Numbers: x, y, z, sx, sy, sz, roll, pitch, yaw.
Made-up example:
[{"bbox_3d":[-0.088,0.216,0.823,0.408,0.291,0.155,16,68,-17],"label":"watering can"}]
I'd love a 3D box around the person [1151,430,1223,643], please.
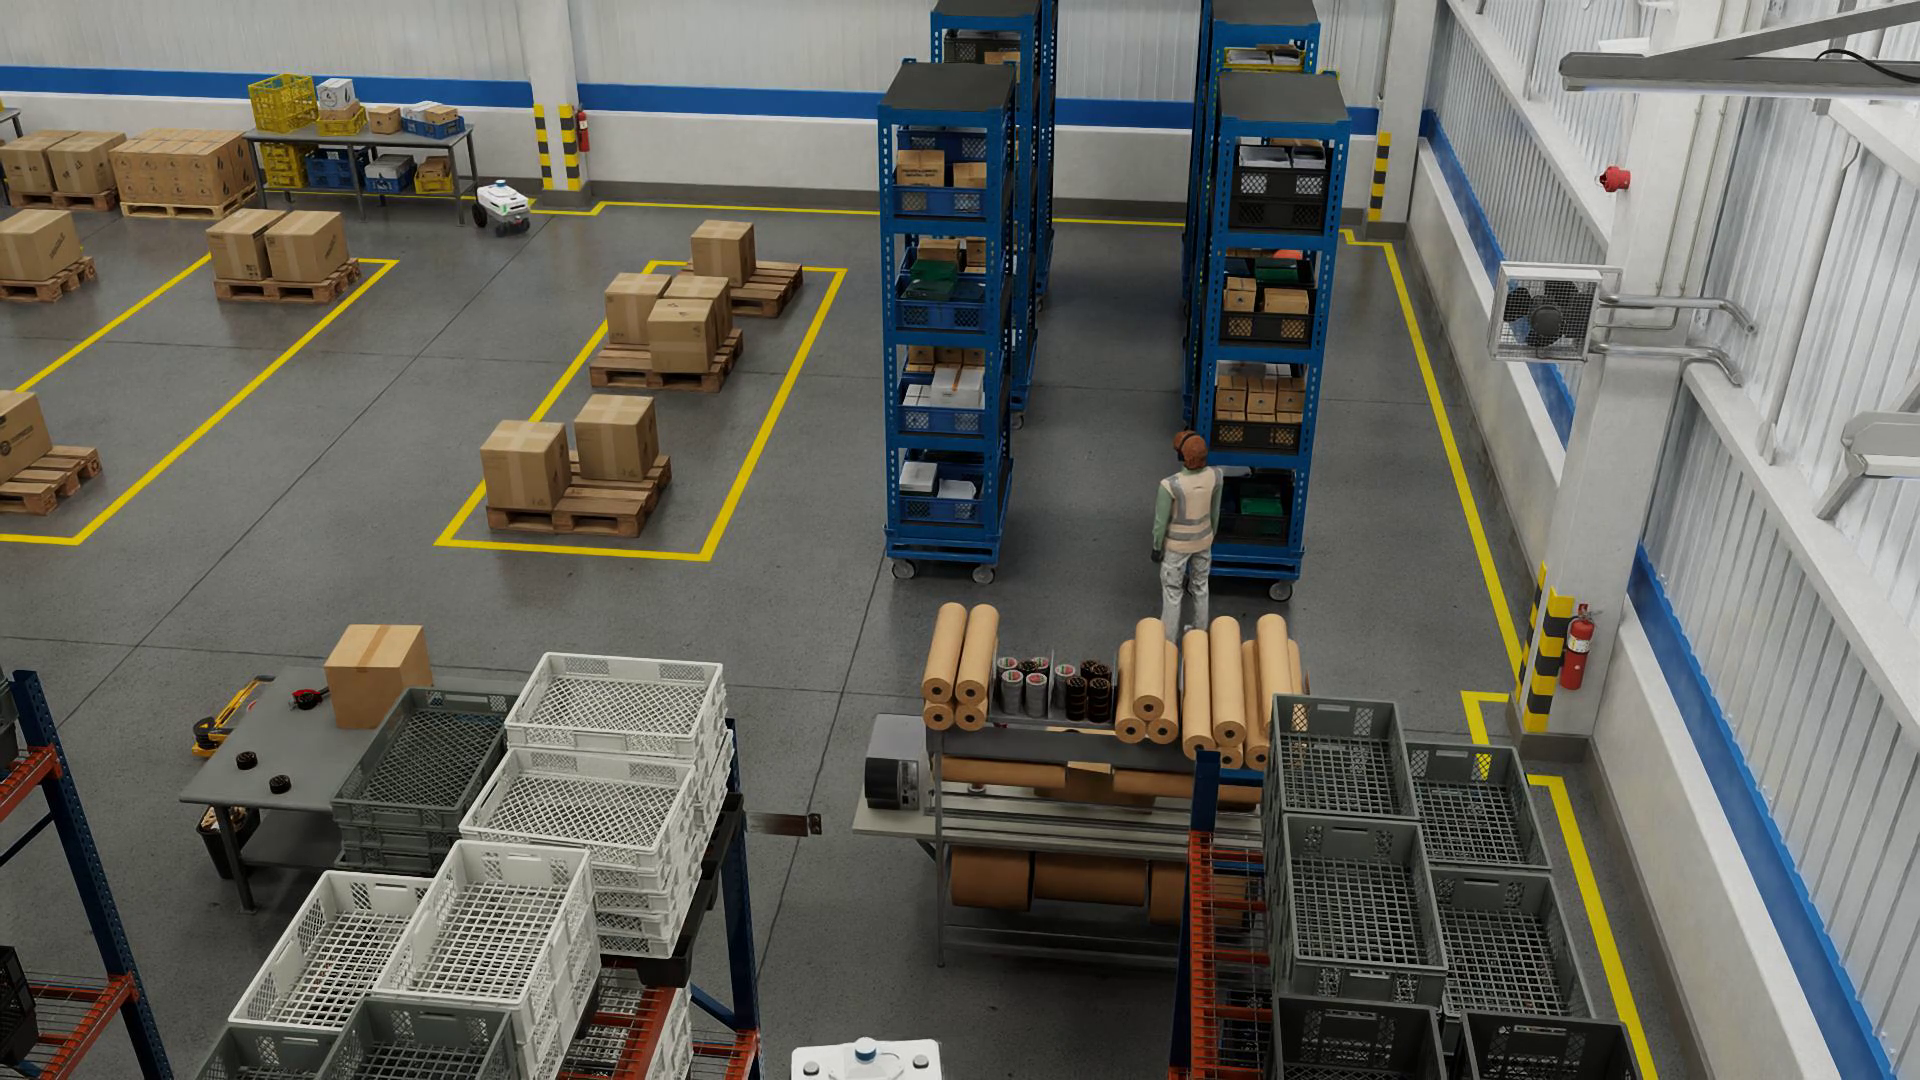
[{"bbox_3d":[1.529,0.024,11.263,0.518,1.632,0.314,-15,33,-24],"label":"person"}]

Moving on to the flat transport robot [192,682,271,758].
[{"bbox_3d":[-4.089,1.163,10.648,1.431,0.197,0.652,3,30,6],"label":"flat transport robot"}]

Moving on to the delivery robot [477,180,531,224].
[{"bbox_3d":[-5.182,-3.841,18.873,0.477,0.478,0.707,-23,37,-34],"label":"delivery robot"}]

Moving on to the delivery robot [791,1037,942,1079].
[{"bbox_3d":[-0.440,2.562,7.876,0.707,0.478,0.477,-2,30,-4],"label":"delivery robot"}]

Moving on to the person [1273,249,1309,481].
[{"bbox_3d":[2.532,-1.387,13.328,0.375,1.995,0.611,-24,38,-34],"label":"person"}]
